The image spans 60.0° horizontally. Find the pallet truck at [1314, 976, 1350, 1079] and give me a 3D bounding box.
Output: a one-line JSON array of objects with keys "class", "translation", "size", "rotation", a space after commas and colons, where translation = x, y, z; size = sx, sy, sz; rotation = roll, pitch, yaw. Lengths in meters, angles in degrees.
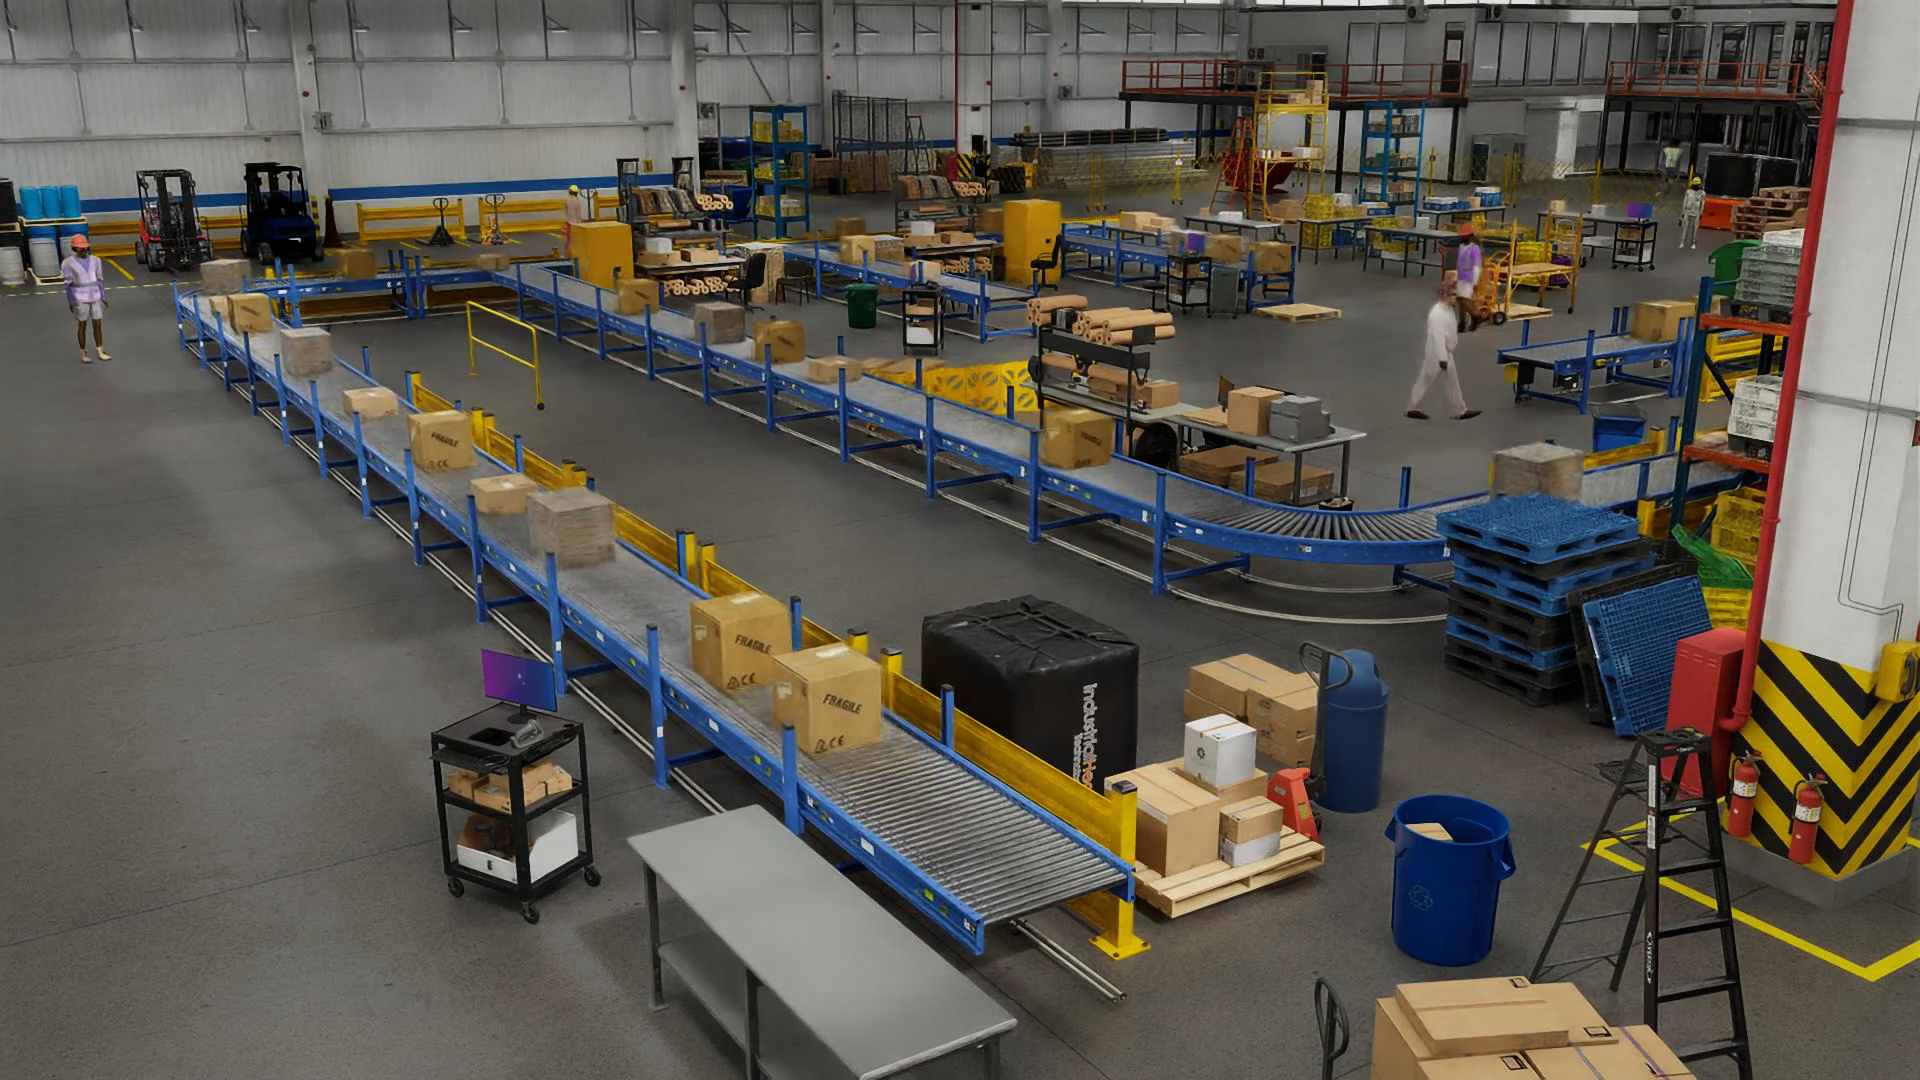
[{"class": "pallet truck", "translation": [2.299, 2.390, 7.086], "size": [1.601, 1.201, 0.680], "rotation": [-2, 17, -7]}]

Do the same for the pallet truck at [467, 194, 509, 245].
[{"class": "pallet truck", "translation": [-11.983, -8.177, 42.137], "size": [0.704, 1.261, 1.522], "rotation": [-11, 20, -33]}]

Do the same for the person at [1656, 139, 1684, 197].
[{"class": "person", "translation": [23.268, -12.174, 54.449], "size": [0.701, 1.878, 0.410], "rotation": [5, 17, 17]}]

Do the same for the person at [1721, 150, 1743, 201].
[{"class": "person", "translation": [23.101, -10.757, 49.808], "size": [0.591, 1.835, 0.970], "rotation": [14, 21, 38]}]

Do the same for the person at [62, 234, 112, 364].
[{"class": "person", "translation": [-13.828, -3.829, 26.383], "size": [0.395, 2.042, 0.611], "rotation": [13, 21, 36]}]

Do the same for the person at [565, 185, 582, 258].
[{"class": "person", "translation": [-8.960, -7.402, 38.819], "size": [0.533, 1.719, 0.816], "rotation": [10, 19, 30]}]

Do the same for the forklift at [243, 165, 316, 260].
[{"class": "forklift", "translation": [-15.898, -7.669, 38.708], "size": [1.157, 1.987, 2.680], "rotation": [-11, 20, -33]}]

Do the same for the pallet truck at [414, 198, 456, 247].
[{"class": "pallet truck", "translation": [-13.250, -8.060, 41.856], "size": [0.680, 1.201, 1.601], "rotation": [-10, 20, -31]}]

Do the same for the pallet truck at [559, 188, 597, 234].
[{"class": "pallet truck", "translation": [-10.010, -8.652, 43.699], "size": [0.653, 1.274, 1.630], "rotation": [-10, 20, -31]}]

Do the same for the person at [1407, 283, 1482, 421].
[{"class": "person", "translation": [6.513, -2.496, 22.265], "size": [0.998, 1.850, 0.665], "rotation": [9, 19, 29]}]

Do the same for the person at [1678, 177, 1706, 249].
[{"class": "person", "translation": [18.035, -8.050, 40.941], "size": [0.487, 1.744, 0.294], "rotation": [11, 20, 32]}]

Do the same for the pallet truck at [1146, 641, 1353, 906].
[{"class": "pallet truck", "translation": [1.664, 1.407, 10.232], "size": [1.630, 1.274, 0.653], "rotation": [-10, 20, -31]}]

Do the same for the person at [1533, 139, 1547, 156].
[{"class": "person", "translation": [24.247, -16.738, 69.587], "size": [0.638, 1.900, 0.396], "rotation": [10, 19, 30]}]

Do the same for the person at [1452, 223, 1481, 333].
[{"class": "person", "translation": [8.819, -4.554, 29.014], "size": [0.451, 1.920, 0.551], "rotation": [-4, 17, -14]}]

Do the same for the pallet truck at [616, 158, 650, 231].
[{"class": "pallet truck", "translation": [-8.918, -9.176, 44.255], "size": [0.823, 1.965, 1.885], "rotation": [-9, 19, -27]}]

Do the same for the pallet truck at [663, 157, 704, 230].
[{"class": "pallet truck", "translation": [-7.586, -9.308, 44.692], "size": [0.823, 1.965, 1.885], "rotation": [-11, 20, -33]}]

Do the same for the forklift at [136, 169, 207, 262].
[{"class": "forklift", "translation": [-17.842, -7.318, 37.559], "size": [1.157, 1.987, 2.680], "rotation": [-10, 20, -31]}]
